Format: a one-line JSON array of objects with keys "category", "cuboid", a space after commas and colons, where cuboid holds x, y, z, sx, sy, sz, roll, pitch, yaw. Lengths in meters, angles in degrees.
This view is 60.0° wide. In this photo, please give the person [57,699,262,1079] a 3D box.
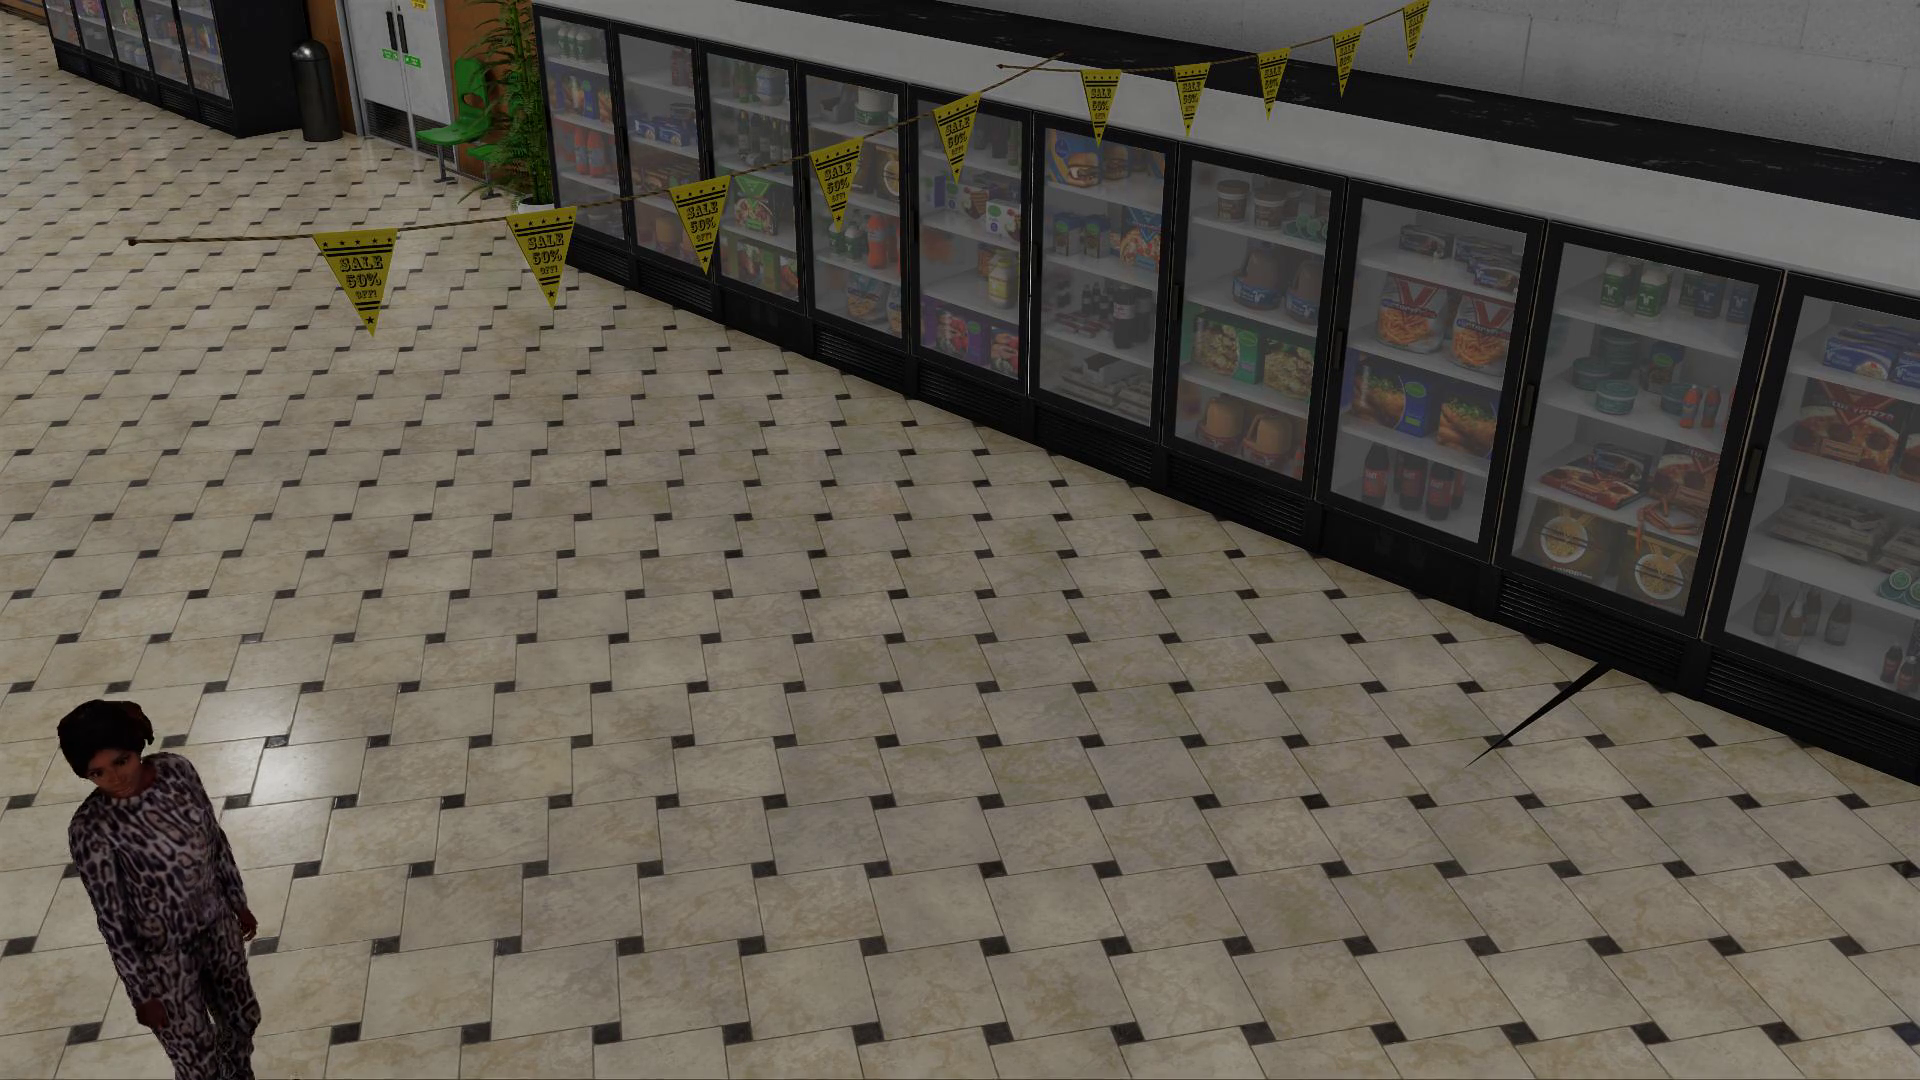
[{"category": "person", "cuboid": [-2.228, 1.141, 4.802, 0.830, 1.704, 0.659, 6, 27, 11]}]
